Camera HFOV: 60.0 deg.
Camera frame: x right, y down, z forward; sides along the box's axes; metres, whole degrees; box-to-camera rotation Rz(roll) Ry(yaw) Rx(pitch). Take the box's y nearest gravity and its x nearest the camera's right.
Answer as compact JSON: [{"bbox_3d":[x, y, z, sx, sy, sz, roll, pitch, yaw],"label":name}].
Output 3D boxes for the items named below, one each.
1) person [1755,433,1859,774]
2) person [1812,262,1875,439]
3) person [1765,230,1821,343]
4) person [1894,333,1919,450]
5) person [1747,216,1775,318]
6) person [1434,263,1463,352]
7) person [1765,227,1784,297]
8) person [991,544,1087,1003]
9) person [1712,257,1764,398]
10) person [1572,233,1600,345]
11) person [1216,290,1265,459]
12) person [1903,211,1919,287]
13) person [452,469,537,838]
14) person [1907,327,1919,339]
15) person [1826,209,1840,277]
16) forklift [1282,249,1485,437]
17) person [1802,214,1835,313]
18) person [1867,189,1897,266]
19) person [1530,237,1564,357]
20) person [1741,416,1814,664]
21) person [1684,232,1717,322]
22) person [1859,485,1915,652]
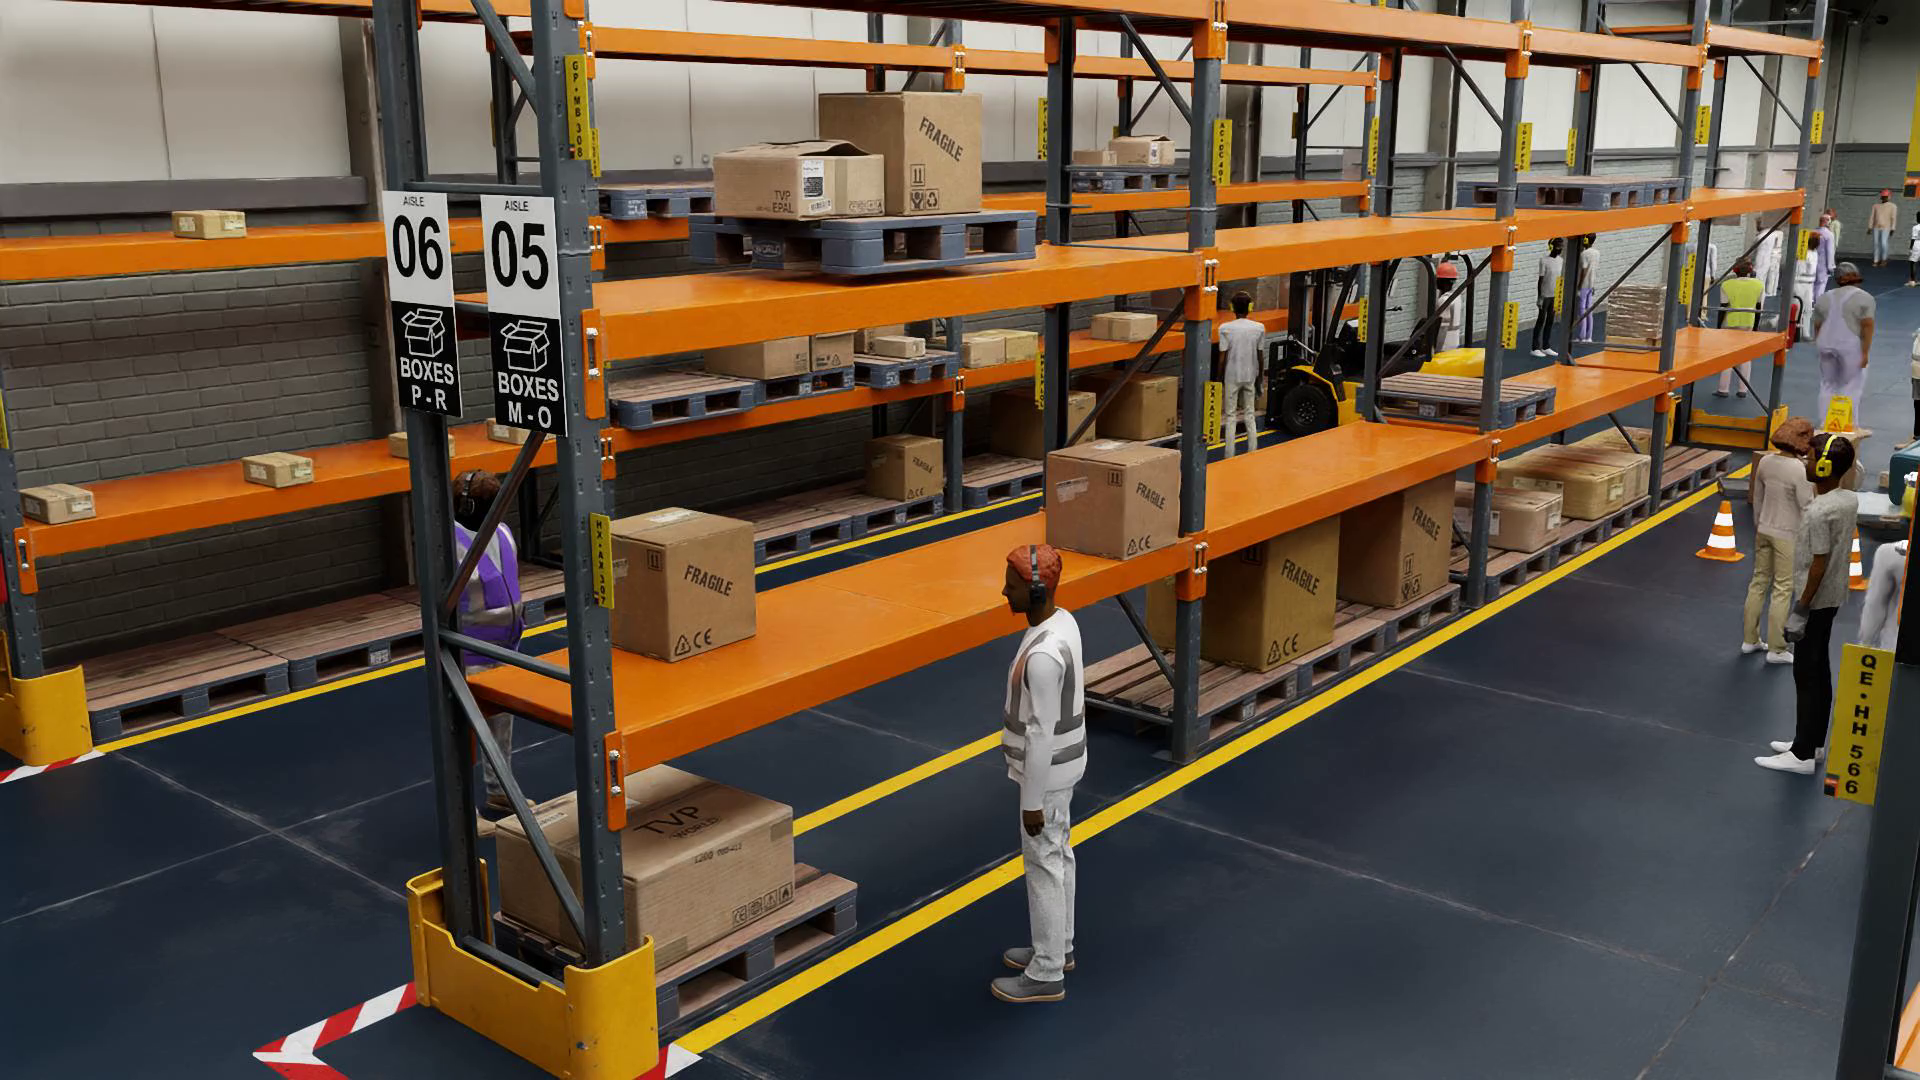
[{"bbox_3d":[4.617,0.345,9.016,0.329,1.872,0.510,12,18,41],"label":"person"},{"bbox_3d":[10.161,-2.205,19.046,0.570,2.000,0.802,-8,16,-30],"label":"person"},{"bbox_3d":[13.895,-4.208,27.589,0.612,1.861,0.731,-11,18,-39],"label":"person"},{"bbox_3d":[10.420,-1.758,17.937,0.318,1.696,0.533,2,14,7],"label":"person"},{"bbox_3d":[14.918,-5.095,31.086,0.410,1.912,0.643,10,17,35],"label":"person"},{"bbox_3d":[5.682,-2.287,19.592,0.359,1.939,0.543,9,16,31],"label":"person"},{"bbox_3d":[17.183,-5.956,35.148,0.511,1.640,0.308,-12,18,-41],"label":"person"},{"bbox_3d":[0.323,0.925,6.642,0.359,1.880,0.575,2,14,9],"label":"person"},{"bbox_3d":[10.186,-2.779,21.782,0.563,1.848,0.389,0,14,1],"label":"person"},{"bbox_3d":[10.212,-4.119,27.194,0.537,1.869,0.314,-12,18,-41],"label":"person"},{"bbox_3d":[2.839,-1.600,16.948,0.513,1.865,0.329,-2,14,-8],"label":"person"},{"bbox_3d":[21.623,-6.562,37.514,0.536,1.694,0.320,-5,15,-19],"label":"person"},{"bbox_3d":[-2.378,0.549,8.274,0.429,1.837,0.630,5,15,21],"label":"person"},{"bbox_3d":[16.439,-4.318,28.071,0.663,1.848,0.586,4,14,16],"label":"person"},{"bbox_3d":[20.993,-7.146,40.058,0.432,1.618,0.578,-4,14,-15],"label":"person"},{"bbox_3d":[4.886,-2.214,18.767,2.313,2.155,1.214,11,18,38],"label":"forklift"},{"bbox_3d":[16.409,-5.247,31.738,0.400,1.900,0.651,-3,14,-12],"label":"person"},{"bbox_3d":[23.849,-8.076,43.062,0.504,1.978,0.611,-12,18,-40],"label":"person"},{"bbox_3d":[9.148,-3.772,25.808,0.510,1.861,0.328,-8,16,-31],"label":"person"},{"bbox_3d":[5.402,-0.005,10.932,0.289,1.632,0.497,-3,14,-14],"label":"person"},{"bbox_3d":[13.589,-4.878,30.533,0.562,1.747,0.335,12,18,40],"label":"person"},{"bbox_3d":[4.950,0.548,8.502,0.586,1.734,0.606,11,18,38],"label":"person"}]
